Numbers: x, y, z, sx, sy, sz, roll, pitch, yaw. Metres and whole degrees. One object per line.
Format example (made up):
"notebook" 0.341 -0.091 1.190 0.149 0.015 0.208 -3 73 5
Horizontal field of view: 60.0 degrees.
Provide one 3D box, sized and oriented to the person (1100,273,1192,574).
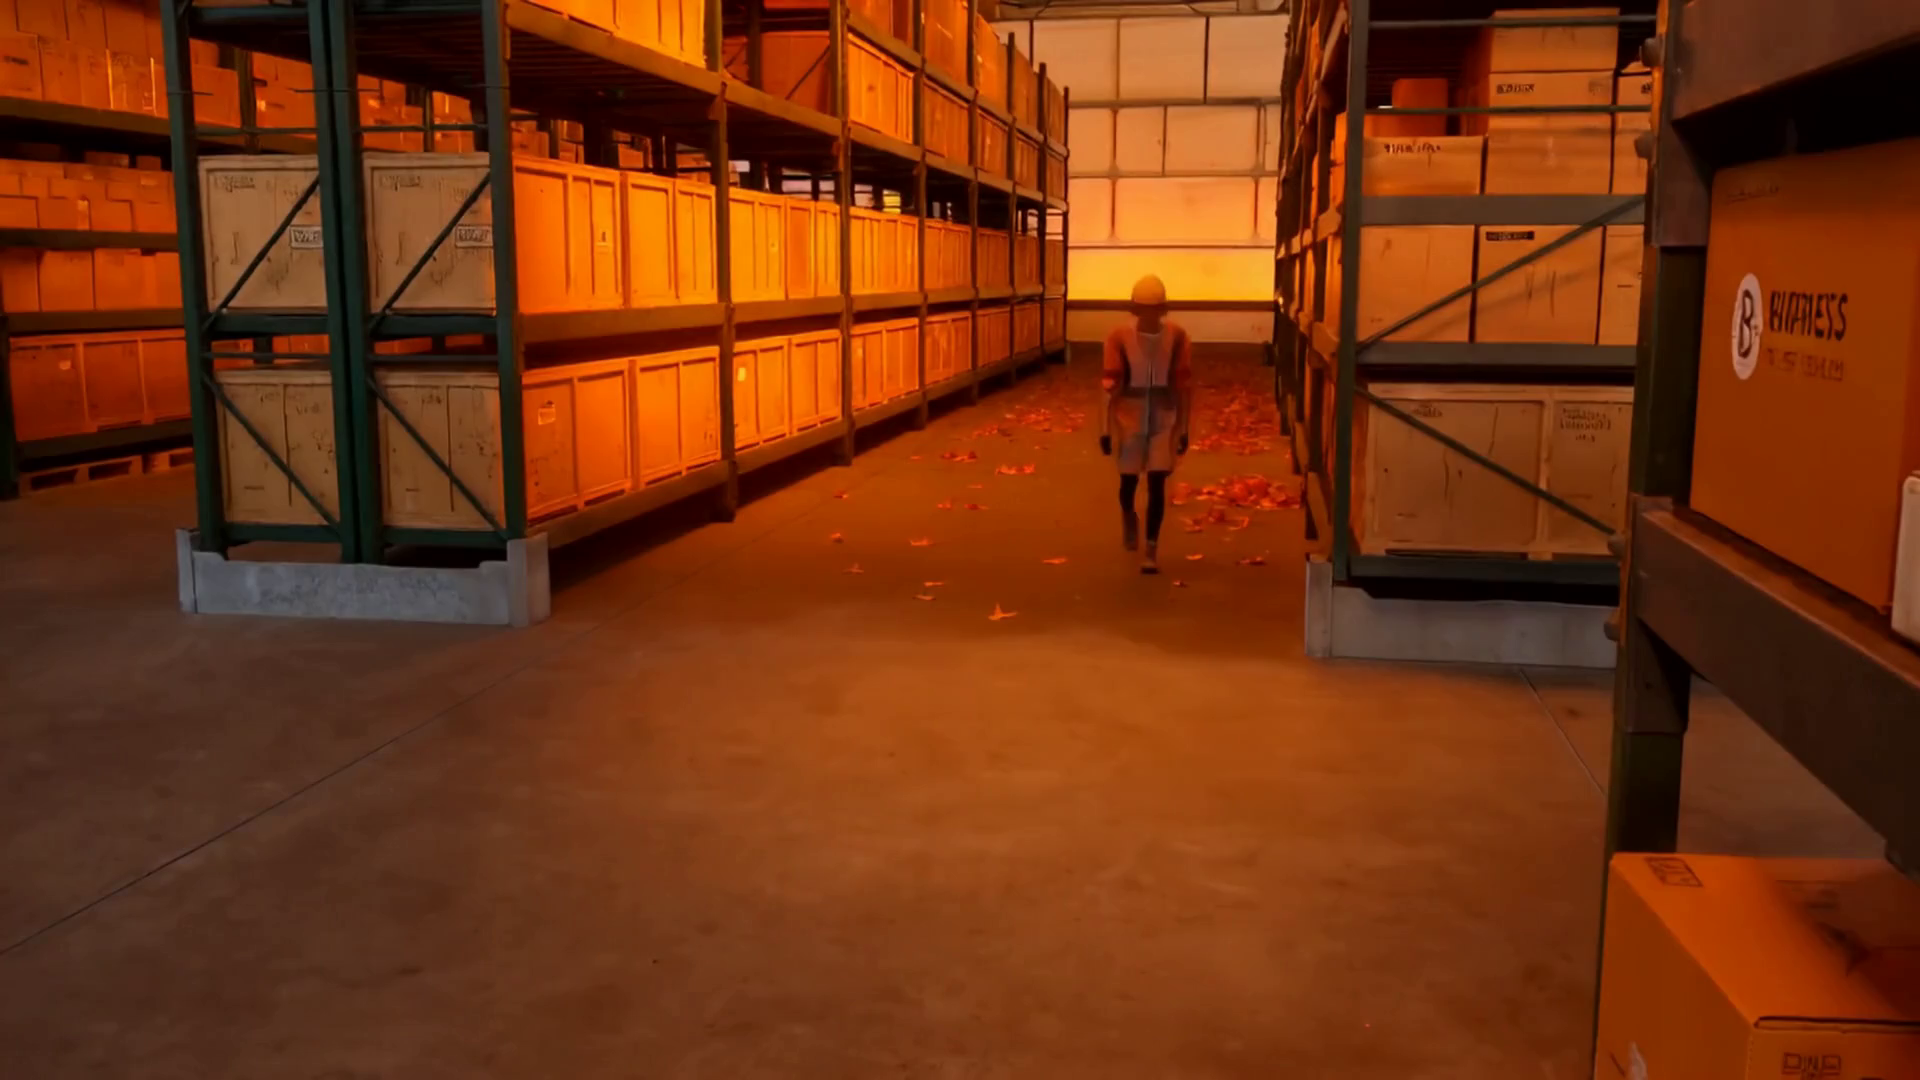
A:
"person" 1.271 -0.812 11.426 0.614 2.018 0.804 1 9 3
